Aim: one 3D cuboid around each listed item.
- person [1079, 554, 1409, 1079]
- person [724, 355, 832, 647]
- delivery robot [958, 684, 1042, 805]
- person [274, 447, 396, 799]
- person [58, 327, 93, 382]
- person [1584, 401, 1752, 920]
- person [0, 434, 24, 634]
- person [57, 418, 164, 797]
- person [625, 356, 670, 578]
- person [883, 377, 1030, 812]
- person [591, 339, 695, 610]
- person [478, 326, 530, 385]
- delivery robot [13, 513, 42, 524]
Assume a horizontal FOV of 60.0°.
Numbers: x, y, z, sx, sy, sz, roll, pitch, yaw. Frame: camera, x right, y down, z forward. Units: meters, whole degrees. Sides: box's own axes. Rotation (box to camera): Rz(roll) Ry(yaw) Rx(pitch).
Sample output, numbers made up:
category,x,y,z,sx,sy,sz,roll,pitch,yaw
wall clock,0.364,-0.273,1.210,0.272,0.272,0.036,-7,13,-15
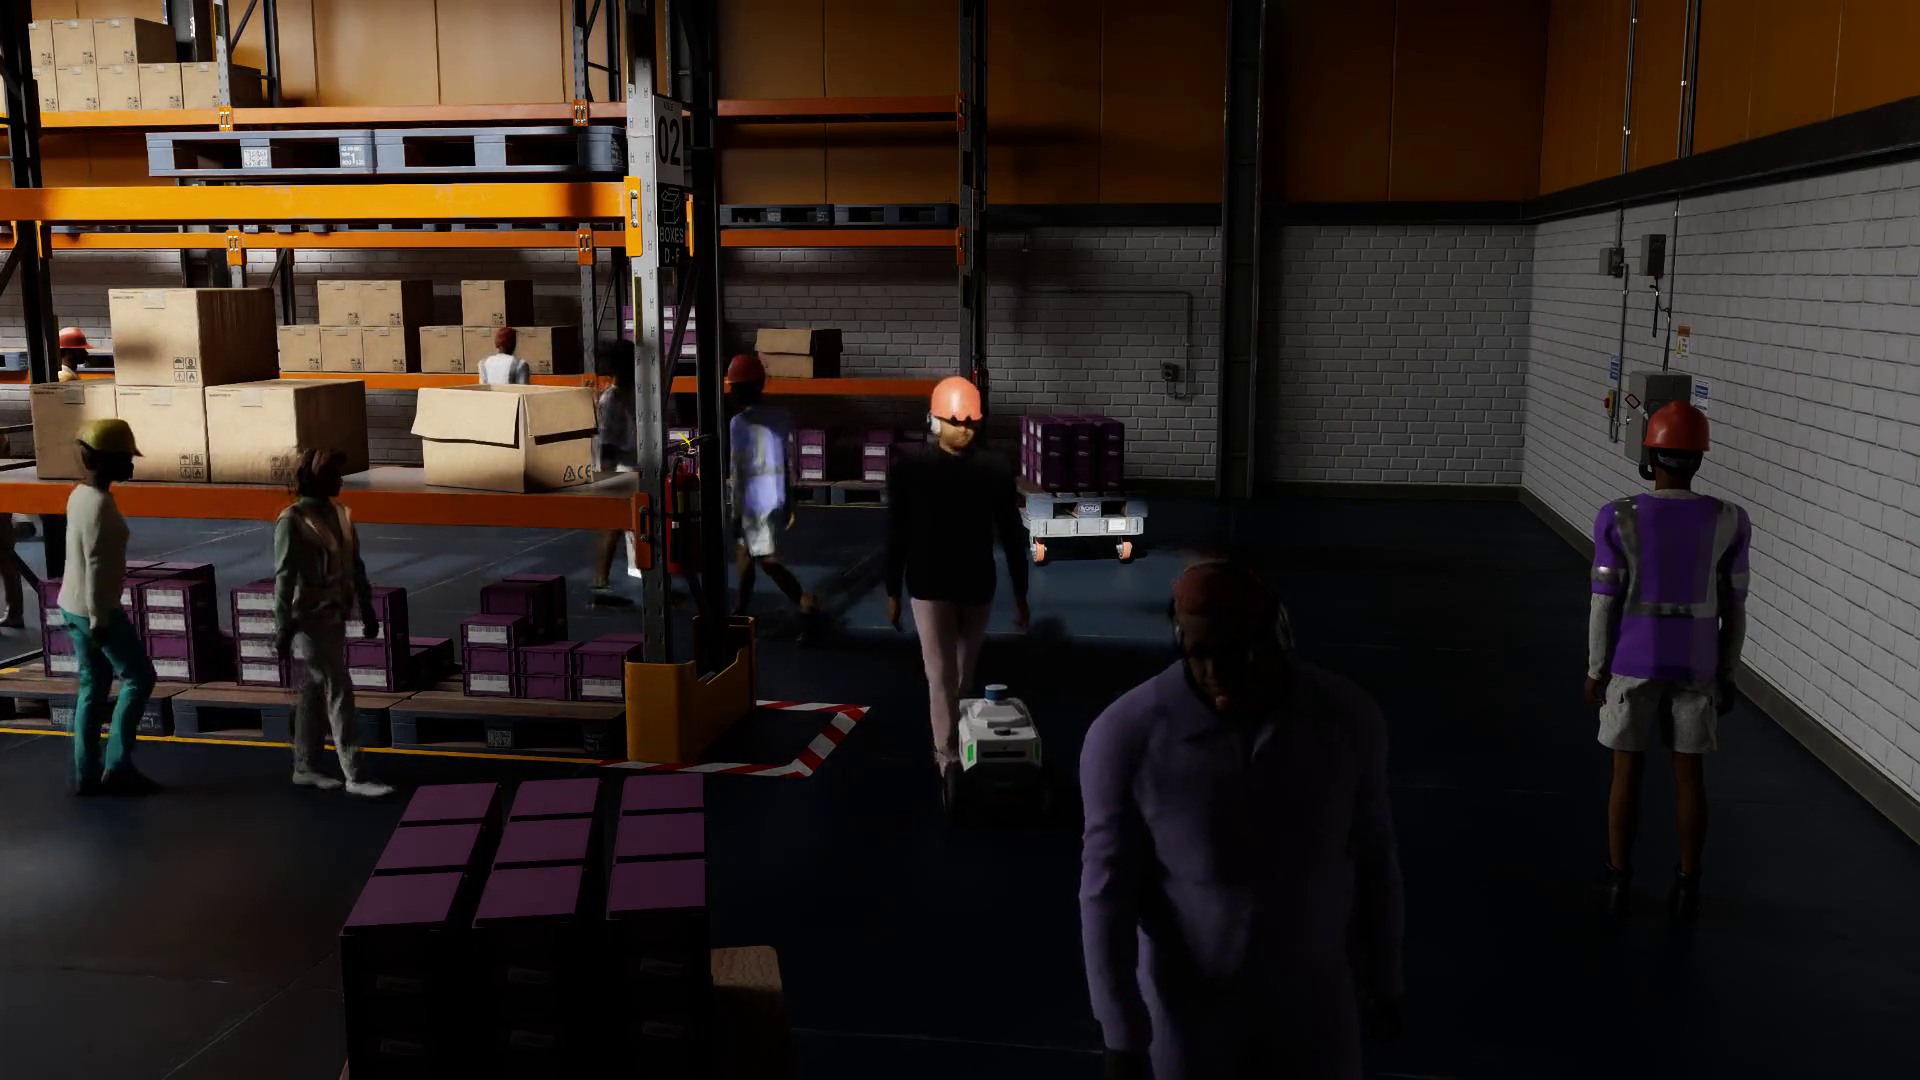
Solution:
category,x,y,z,sx,sy,sz,roll,pitch,yaw
person,0.602,0.951,3.345,0.720,1.859,0.747,-1,9,-3
person,-1.239,-0.250,10.731,0.964,1.893,0.546,4,10,24
delivery robot,0.162,0.891,7.461,0.477,0.478,0.707,-1,9,-4
person,-2.817,0.382,7.604,0.700,1.609,0.546,2,9,9
person,-7.566,-0.847,14.259,0.357,1.938,0.542,-5,11,-31
person,2.614,0.451,6.202,0.551,1.936,0.356,2,9,11
person,-6.501,-0.182,11.065,0.310,1.636,0.523,2,9,10
person,-3.895,0.313,7.651,0.479,1.741,0.540,-8,12,-40
person,-2.466,-0.663,13.168,0.383,1.921,0.585,3,10,16
person,-0.004,0.226,7.591,0.636,1.934,1.046,-3,10,-16
person,-2.242,-0.441,11.742,0.881,1.931,0.629,0,9,-3
person,-4.490,-1.182,16.510,0.582,1.880,0.340,3,10,16
delivery robot,-8.168,-0.326,15.013,0.707,0.478,0.477,-3,10,-18
